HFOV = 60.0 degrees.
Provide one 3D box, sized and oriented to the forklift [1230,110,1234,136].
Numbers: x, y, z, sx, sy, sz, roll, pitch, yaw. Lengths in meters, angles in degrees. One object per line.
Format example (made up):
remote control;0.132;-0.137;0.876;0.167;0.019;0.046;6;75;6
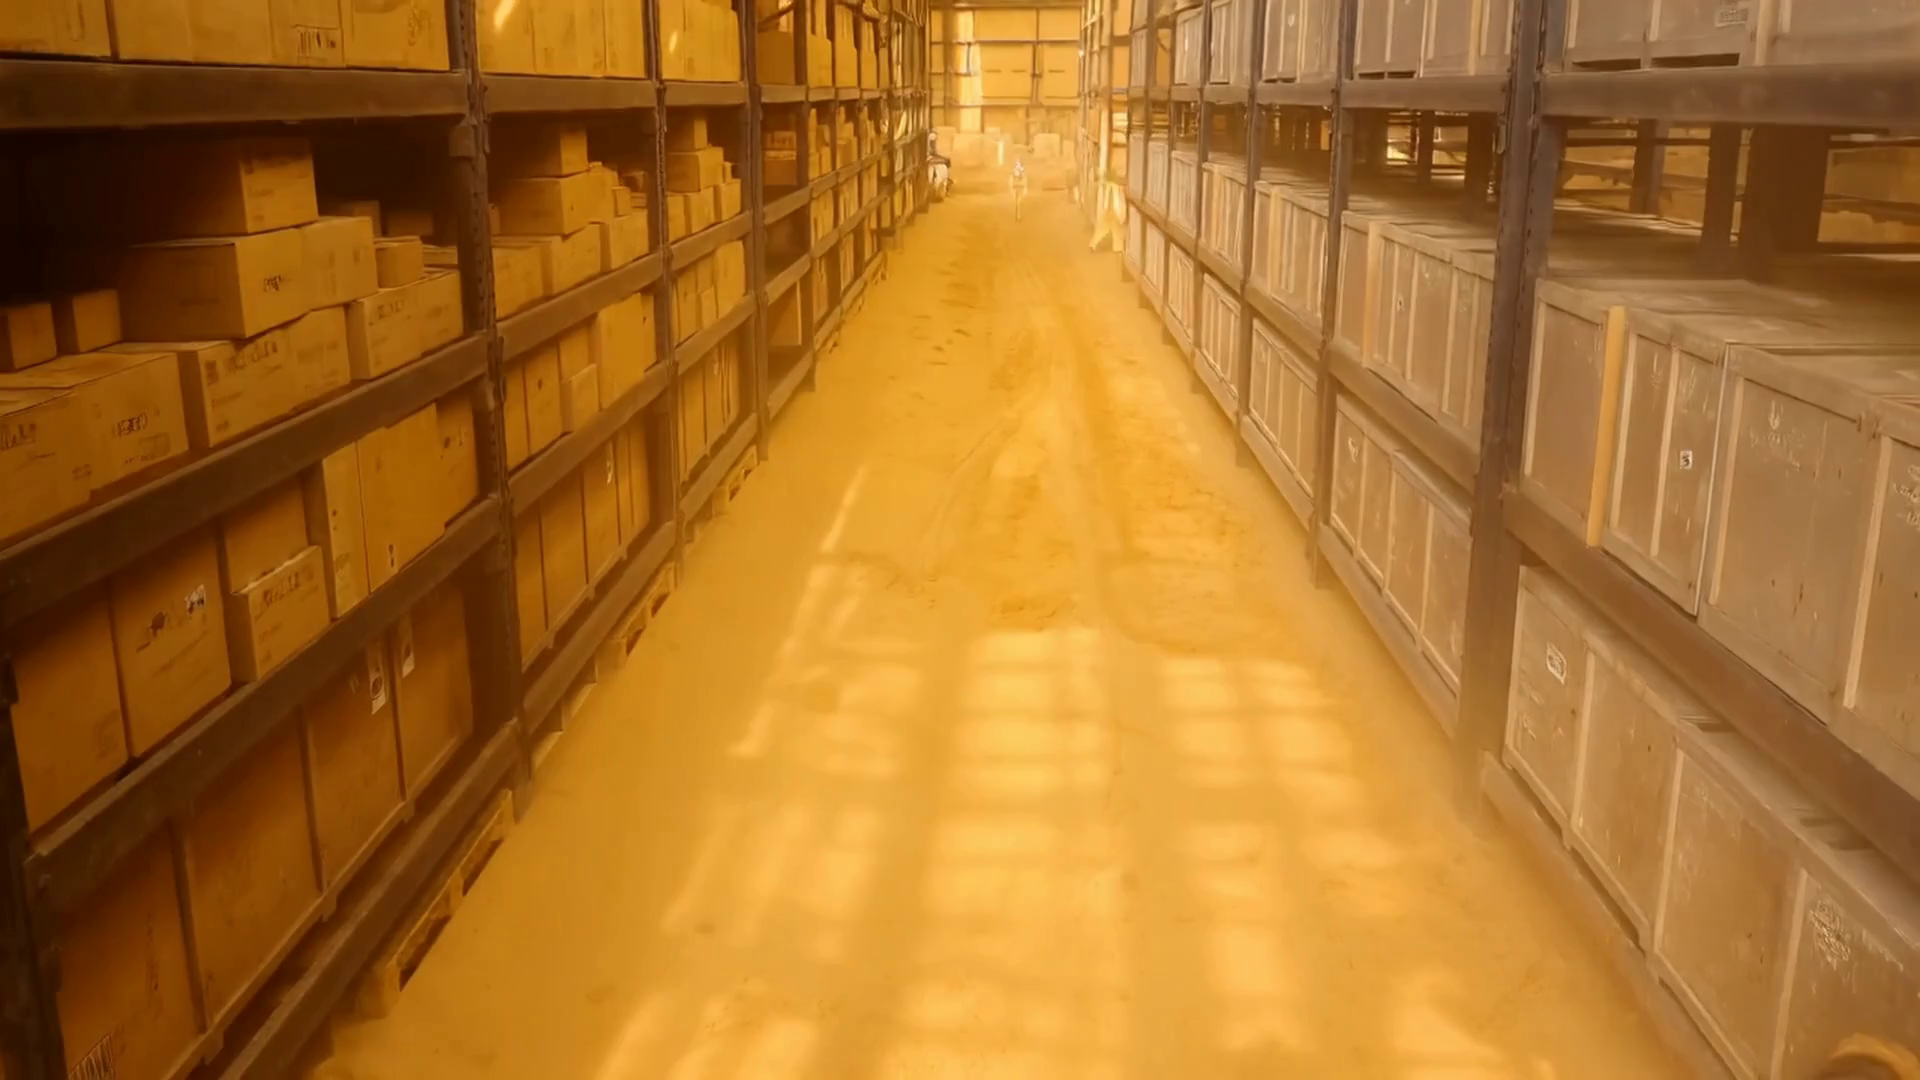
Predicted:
forklift;10.820;-15.525;65.556;1.873;2.768;1.129;0;15;2

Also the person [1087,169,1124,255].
person;3.243;-7.172;36.392;0.929;1.882;0.604;4;16;14

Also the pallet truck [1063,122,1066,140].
pallet truck;5.788;-21.111;88.014;1.885;1.965;0.823;5;16;18

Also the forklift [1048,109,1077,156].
forklift;4.117;-17.046;71.215;1.873;2.768;1.129;-7;16;-23

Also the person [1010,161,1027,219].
person;1.633;-9.804;46.681;0.527;1.598;0.826;2;15;9

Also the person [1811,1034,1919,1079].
person;1.781;1.803;3.469;0.530;1.627;0.322;14;21;43
